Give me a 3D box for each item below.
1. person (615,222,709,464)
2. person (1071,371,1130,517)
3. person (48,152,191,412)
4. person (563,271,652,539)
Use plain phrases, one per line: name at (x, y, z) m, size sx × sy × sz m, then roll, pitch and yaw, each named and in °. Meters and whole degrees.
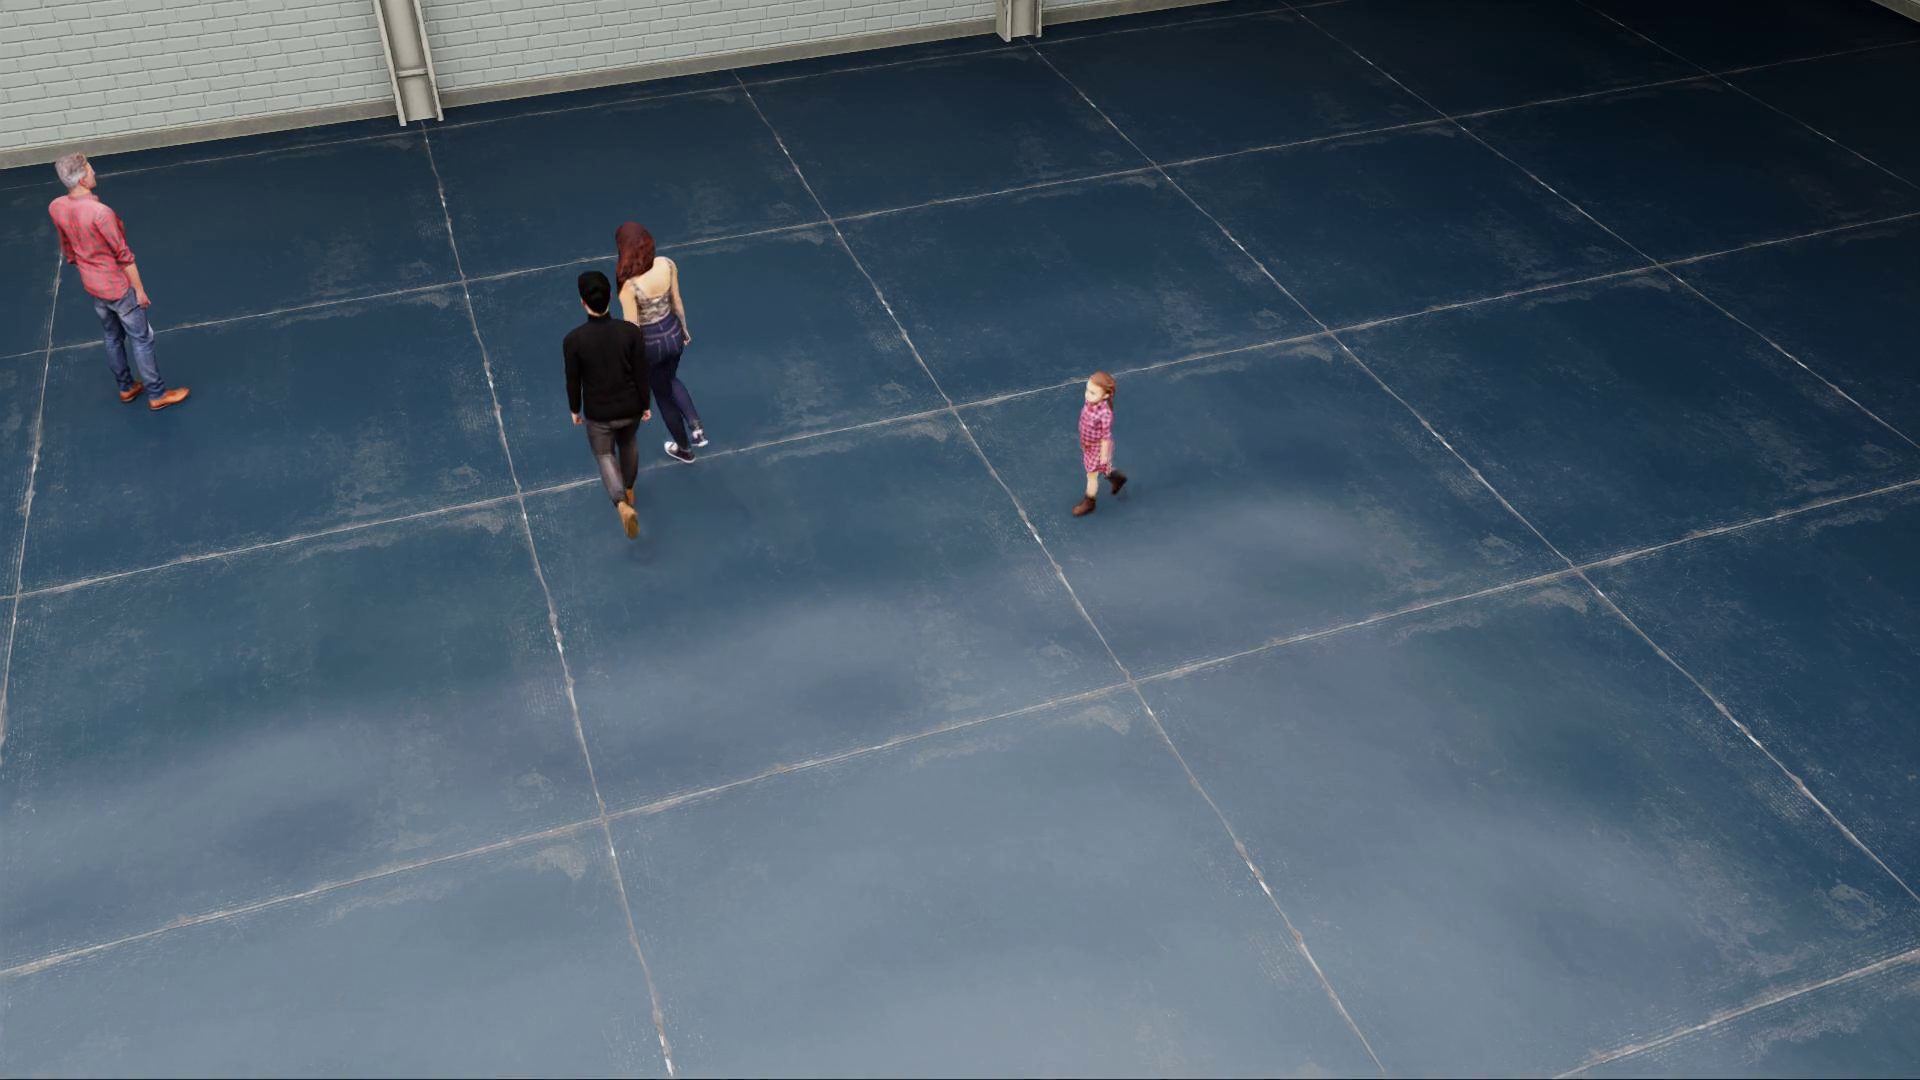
person at (-1.845, -1.184, 10.555) m, size 0.769 × 1.749 × 0.844 m, roll -31°, pitch 48°, yaw -34°
person at (0.893, -0.625, 10.434) m, size 0.636 × 1.018 × 0.446 m, roll -16°, pitch 41°, yaw -19°
person at (-5.721, -1.735, 11.195) m, size 0.746 × 1.829 × 0.813 m, roll 15°, pitch 41°, yaw 19°
person at (-2.097, -0.801, 10.107) m, size 0.925 × 1.699 × 0.720 m, roll -14°, pitch 40°, yaw -17°
